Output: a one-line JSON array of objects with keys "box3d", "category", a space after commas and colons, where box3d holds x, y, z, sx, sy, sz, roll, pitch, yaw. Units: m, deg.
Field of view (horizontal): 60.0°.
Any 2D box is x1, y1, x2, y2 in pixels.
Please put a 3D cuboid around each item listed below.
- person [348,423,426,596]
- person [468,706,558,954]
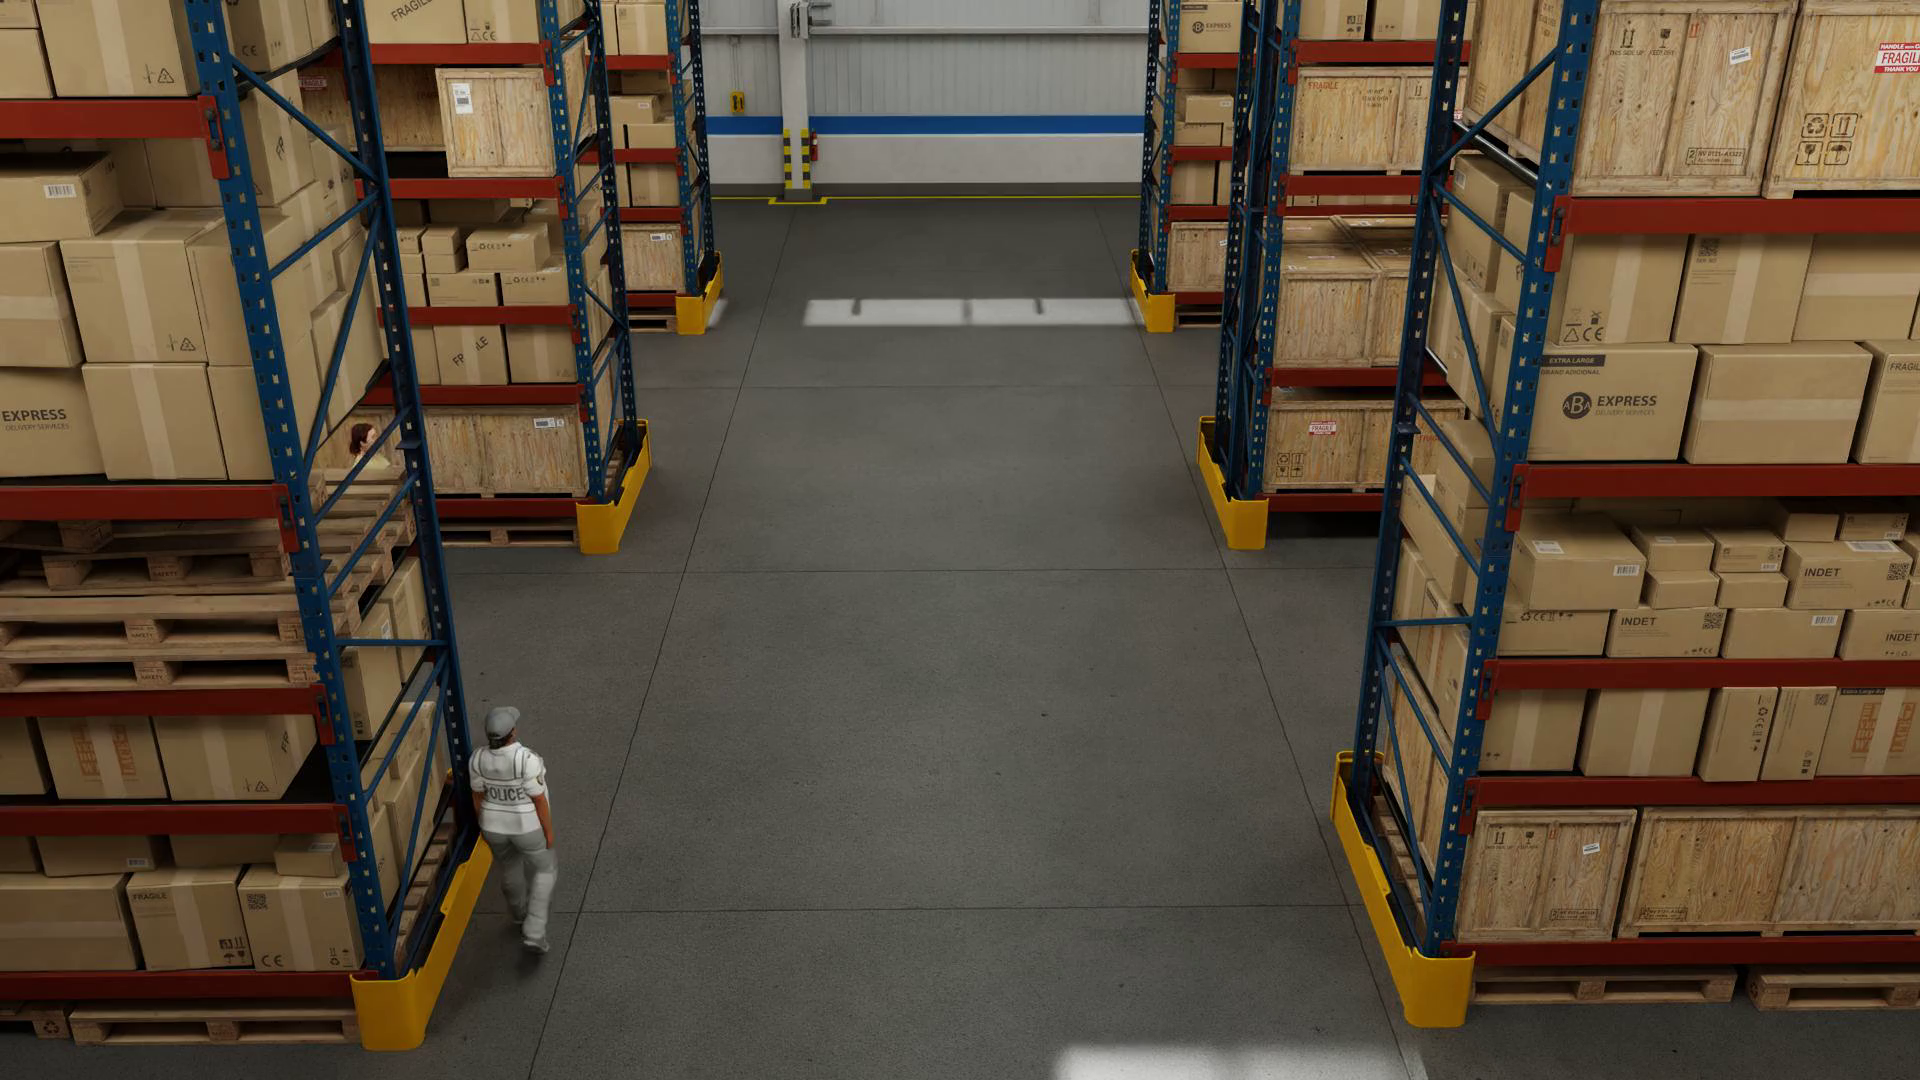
[{"box3d": [-5.031, -0.227, 14.452, 0.606, 1.674, 0.439, 0, 25, 0], "category": "person"}, {"box3d": [-2.732, 1.754, 10.248, 0.482, 1.670, 0.683, 4, 25, 8], "category": "person"}]
